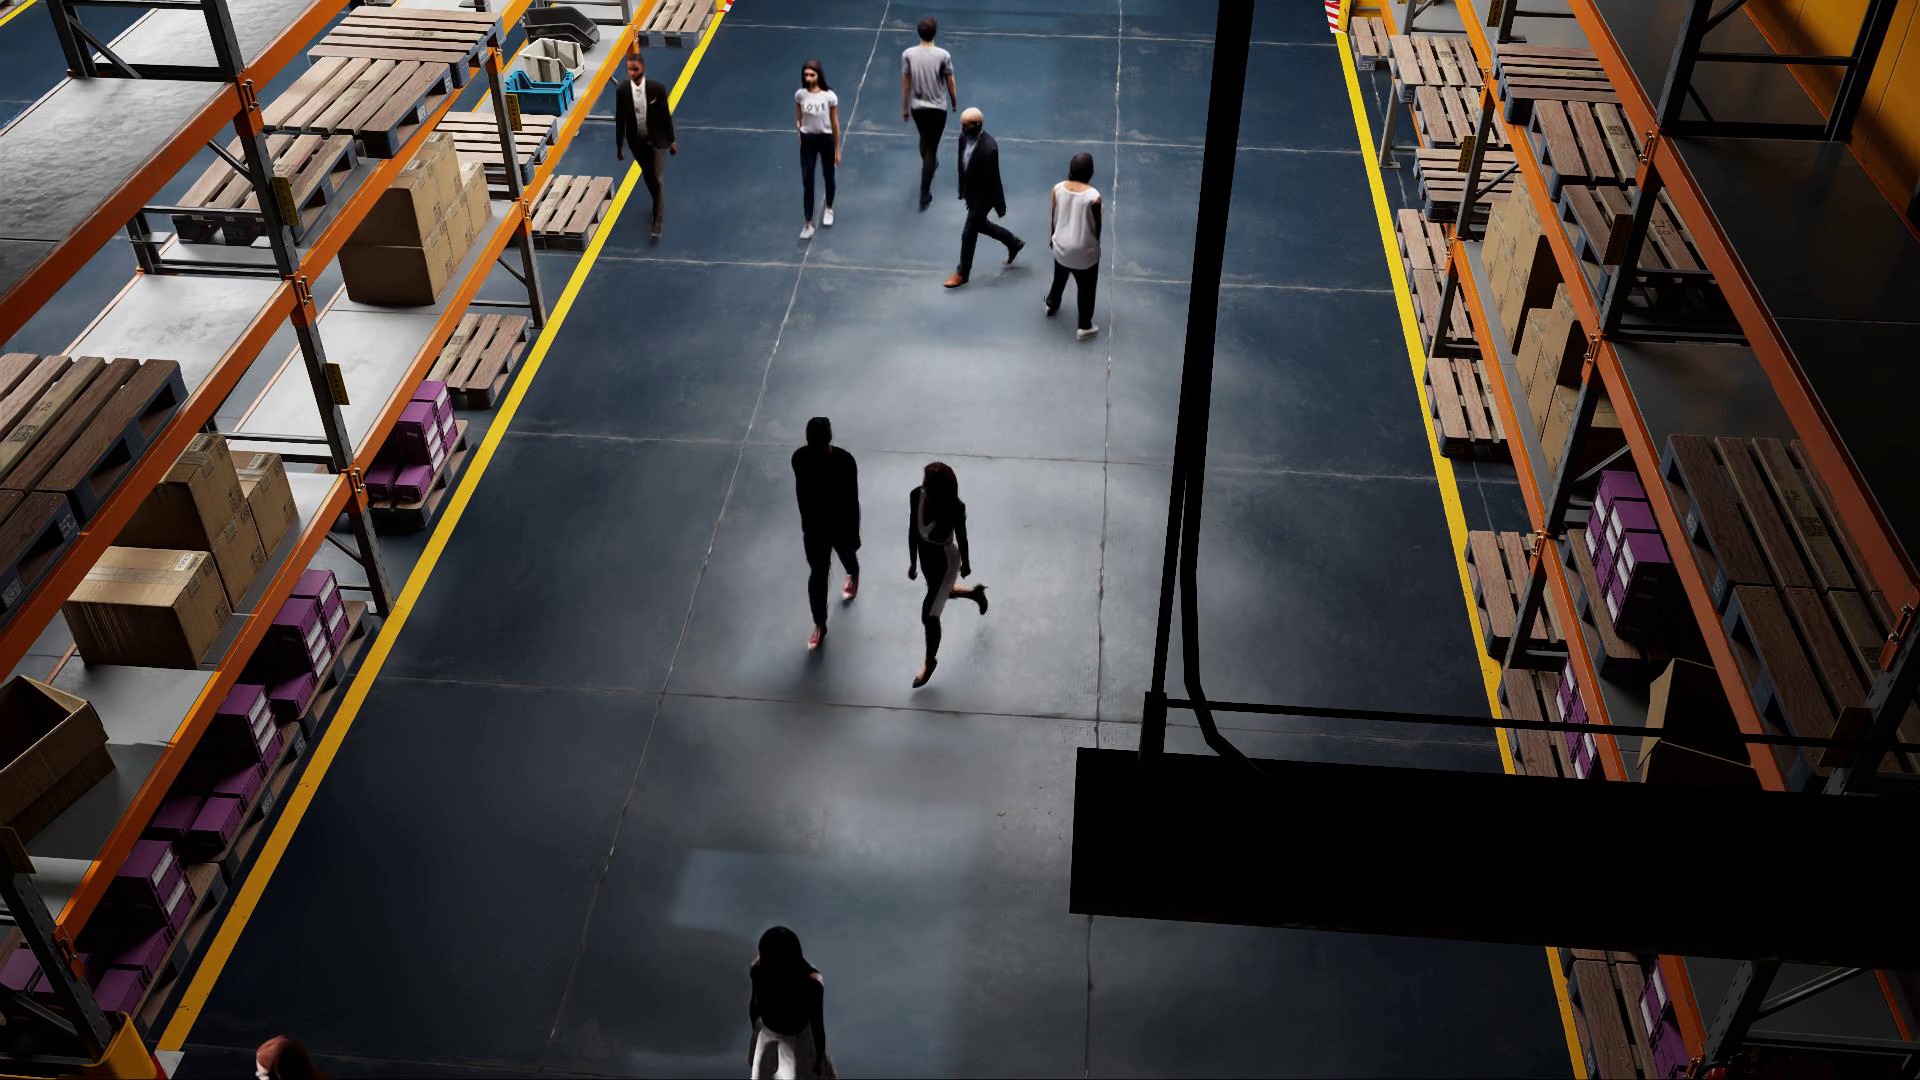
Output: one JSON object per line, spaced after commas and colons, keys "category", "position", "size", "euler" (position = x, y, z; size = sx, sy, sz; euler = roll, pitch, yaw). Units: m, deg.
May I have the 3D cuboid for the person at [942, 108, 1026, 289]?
{"category": "person", "position": [0.247, -3.196, 15.415], "size": [1.195, 1.763, 1.199], "euler": [-20, 43, -23]}

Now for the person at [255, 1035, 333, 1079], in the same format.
{"category": "person", "position": [-2.903, 2.884, 7.824], "size": [0.908, 1.734, 0.861], "euler": [-22, 43, -25]}

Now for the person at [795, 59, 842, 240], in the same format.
{"category": "person", "position": [-1.352, -3.886, 16.288], "size": [0.645, 1.750, 0.938], "euler": [4, 39, 5]}

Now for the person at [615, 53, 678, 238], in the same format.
{"category": "person", "position": [-3.052, -3.941, 16.344], "size": [0.691, 1.768, 1.047], "euler": [3, 39, 3]}

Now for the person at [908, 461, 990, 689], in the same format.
{"category": "person", "position": [-0.092, 0.140, 11.241], "size": [1.008, 1.758, 1.180], "euler": [27, 46, 30]}

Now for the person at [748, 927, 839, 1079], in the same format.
{"category": "person", "position": [-0.831, 2.511, 8.263], "size": [0.723, 1.770, 0.724], "euler": [14, 41, 17]}

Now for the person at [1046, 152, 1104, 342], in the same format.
{"category": "person", "position": [1.022, -2.644, 14.801], "size": [0.921, 1.666, 0.934], "euler": [29, 47, 31]}

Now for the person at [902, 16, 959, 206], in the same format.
{"category": "person", "position": [-0.331, -4.270, 16.711], "size": [0.847, 1.823, 1.233], "euler": [11, 40, 13]}

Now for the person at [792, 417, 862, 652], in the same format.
{"category": "person", "position": [-0.879, -0.158, 11.633], "size": [0.691, 1.736, 1.127], "euler": [6, 39, 7]}
